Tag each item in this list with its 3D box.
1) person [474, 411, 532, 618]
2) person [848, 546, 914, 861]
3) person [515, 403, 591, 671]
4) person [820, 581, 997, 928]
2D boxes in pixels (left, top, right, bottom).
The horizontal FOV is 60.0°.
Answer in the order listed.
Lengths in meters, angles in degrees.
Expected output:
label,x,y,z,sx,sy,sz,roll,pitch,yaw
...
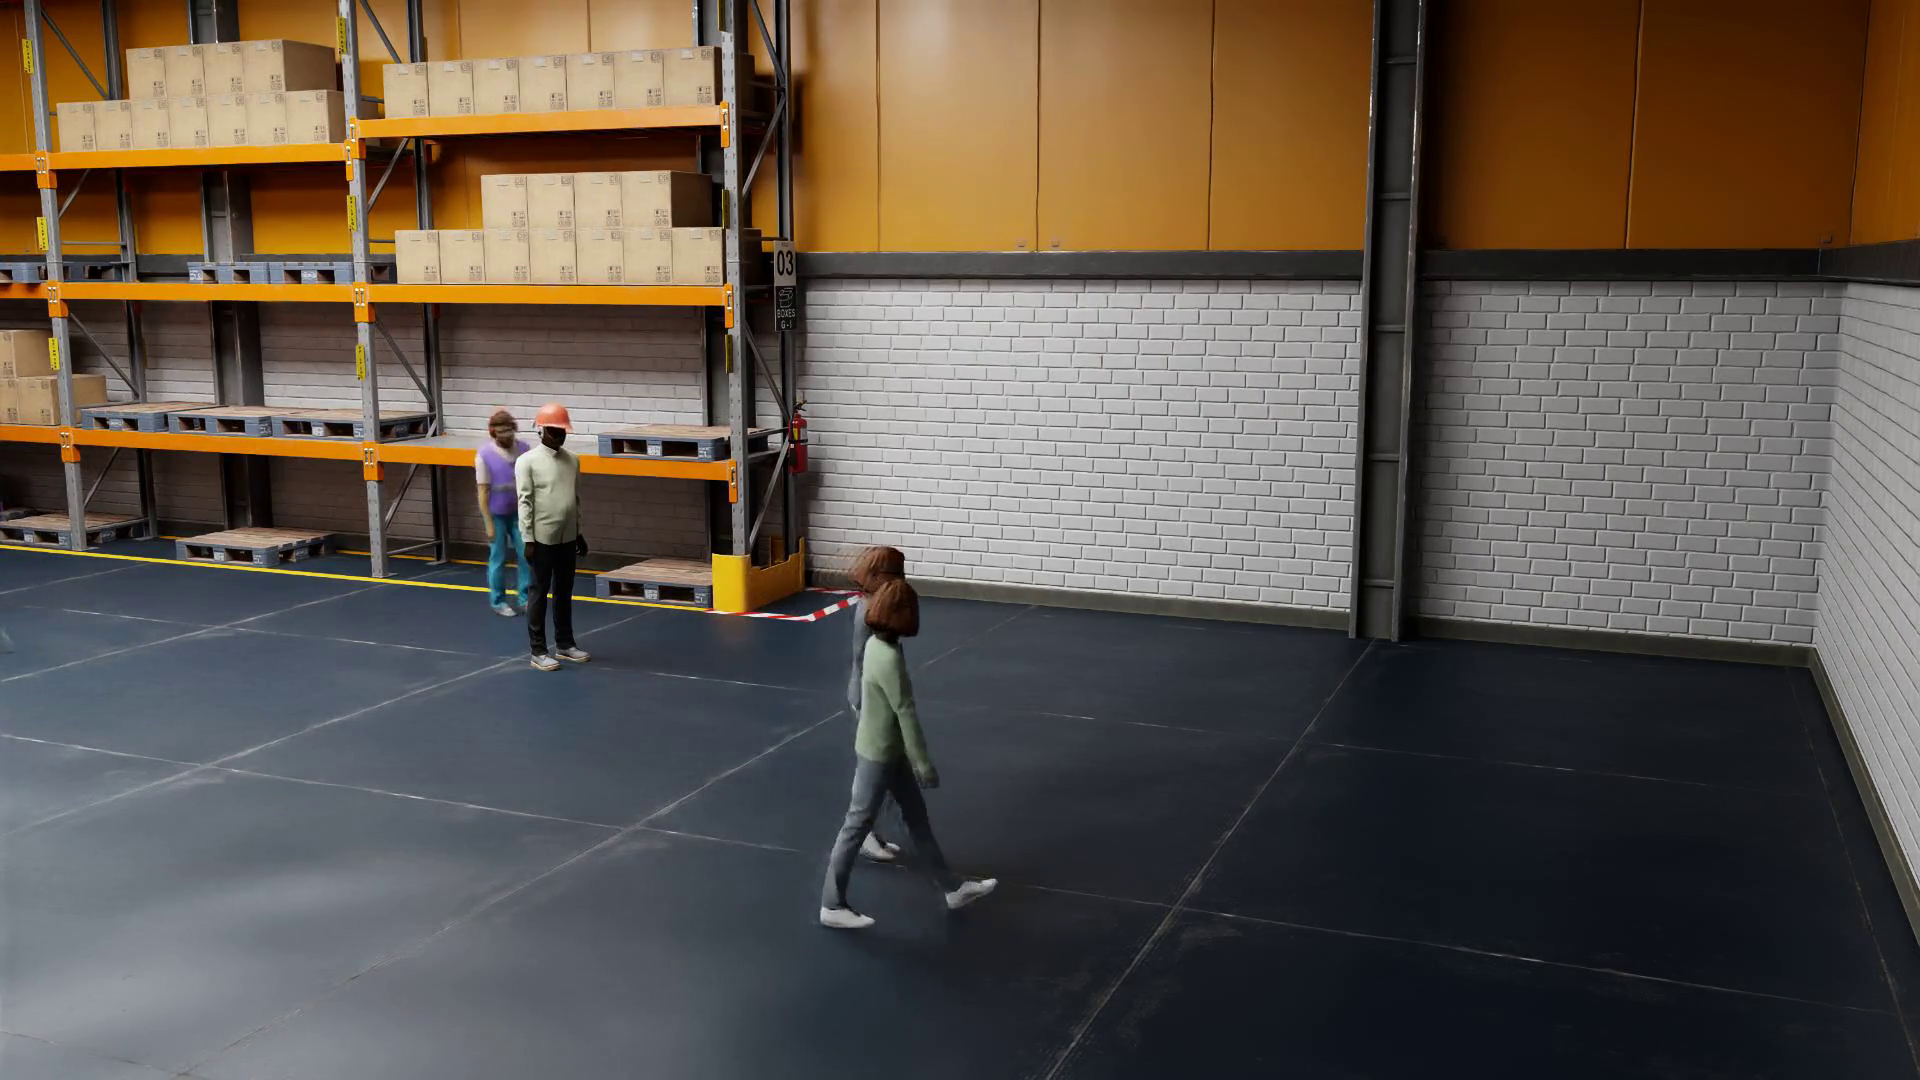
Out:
label,x,y,z,sx,sy,sz,roll,pitch,yaw
person,-3.855,-0.201,14.096,0.632,1.792,0.598,8,12,39
person,-0.400,0.823,8.425,0.366,1.618,0.497,0,9,0
person,-3.050,-0.034,12.488,0.376,1.996,0.608,6,11,32
person,-0.245,0.980,7.553,0.875,1.589,0.508,-1,9,-4
